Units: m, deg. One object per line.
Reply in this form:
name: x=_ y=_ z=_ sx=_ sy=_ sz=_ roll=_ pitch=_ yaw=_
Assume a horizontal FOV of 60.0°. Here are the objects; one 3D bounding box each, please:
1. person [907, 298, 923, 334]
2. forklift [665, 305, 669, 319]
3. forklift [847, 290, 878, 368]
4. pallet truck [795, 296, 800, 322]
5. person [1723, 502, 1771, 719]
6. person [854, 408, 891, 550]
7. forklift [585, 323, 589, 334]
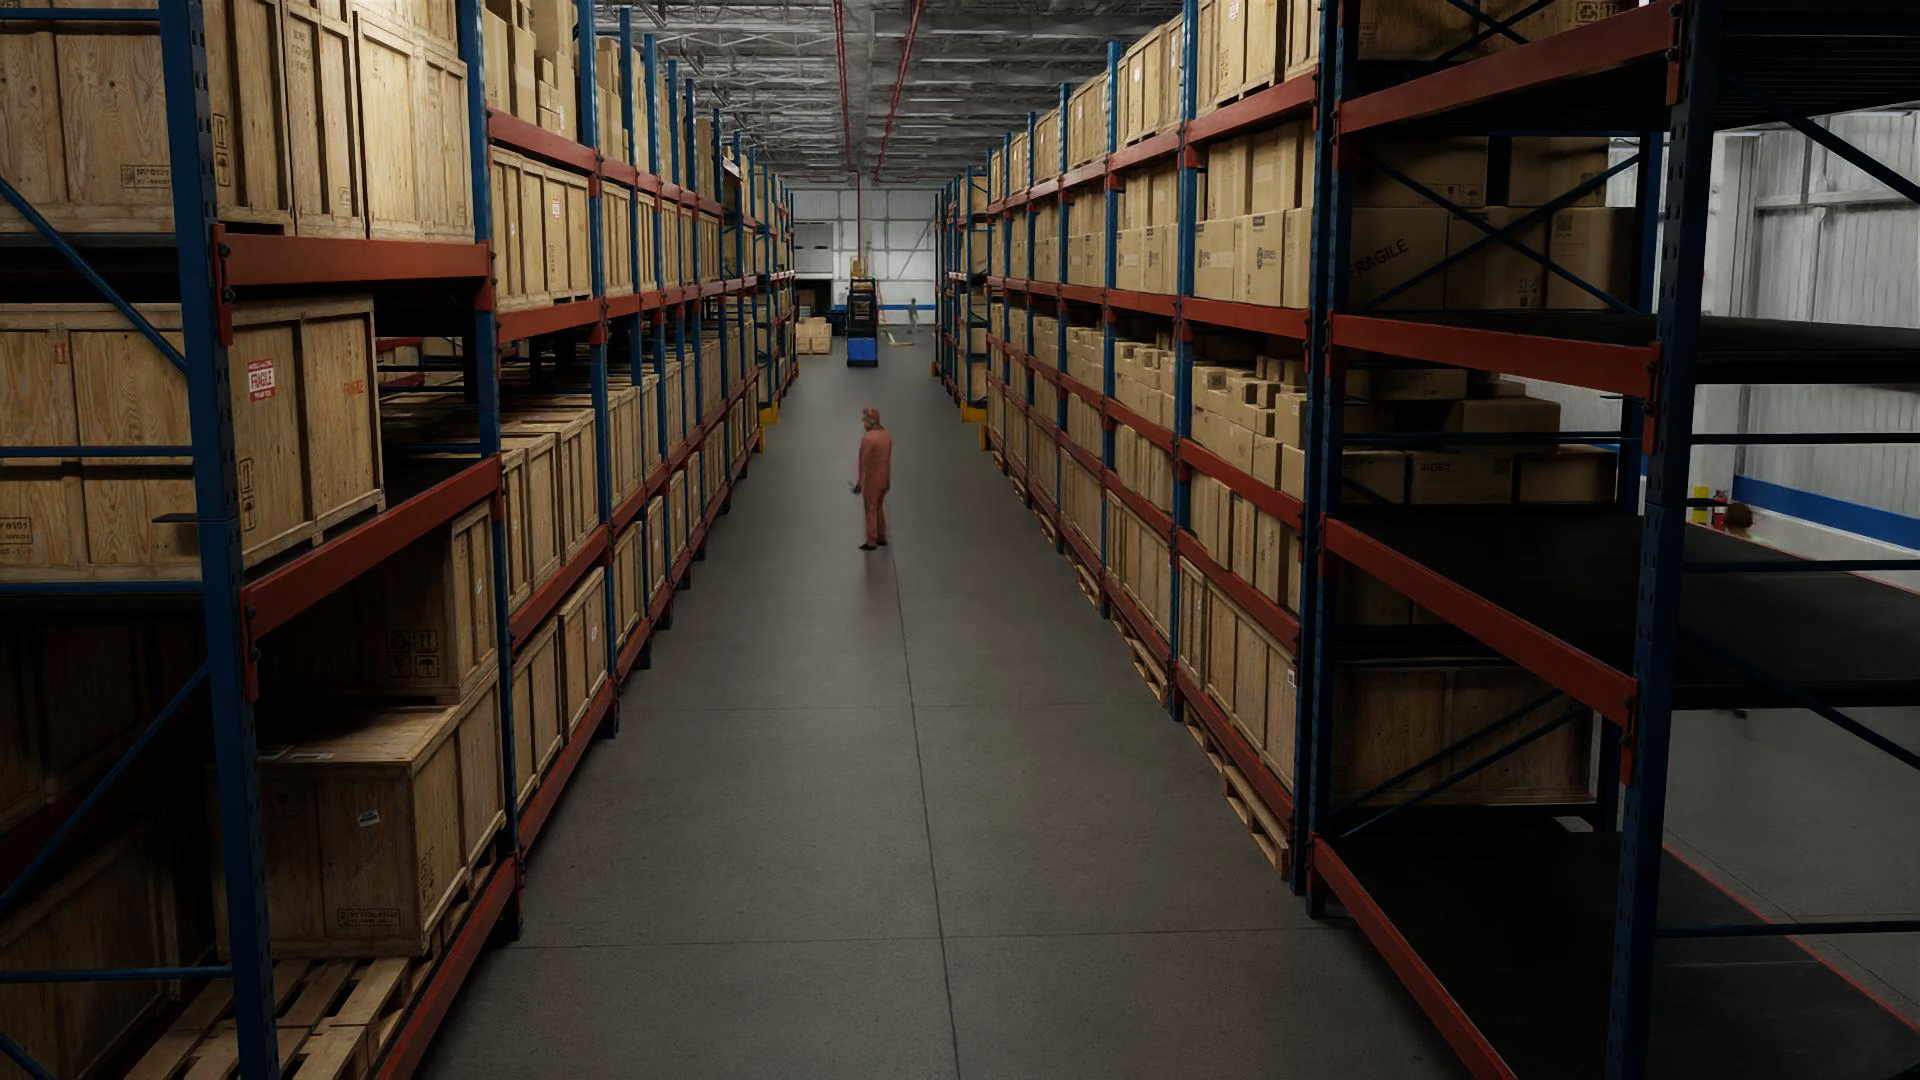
person: x=-2.411 y=-11.924 z=88.637 sx=1.007 sy=1.885 sz=0.653 roll=3 pitch=10 yaw=17
forklift: x=-8.924 y=-5.970 z=50.130 sx=1.873 sy=2.768 sz=1.129 roll=-1 pitch=10 yaw=-3
forklift: x=-3.548 y=-7.659 z=60.216 sx=1.129 sy=2.768 sz=1.873 roll=-1 pitch=10 yaw=-4
pallet truck: x=-8.622 y=-12.439 z=91.403 sx=1.885 sy=1.965 sz=0.823 roll=2 pitch=10 yaw=13
person: x=6.603 y=0.568 z=14.282 sx=0.580 sy=1.800 sz=0.952 roll=1 pitch=10 yaw=6
person: x=-1.169 y=-0.821 z=22.287 sx=0.398 sy=1.906 sz=0.664 roll=3 pitch=10 yaw=19
forklift: x=-8.973 y=-4.072 z=38.792 sx=1.129 sy=2.768 sz=1.873 roll=-1 pitch=10 yaw=-4
